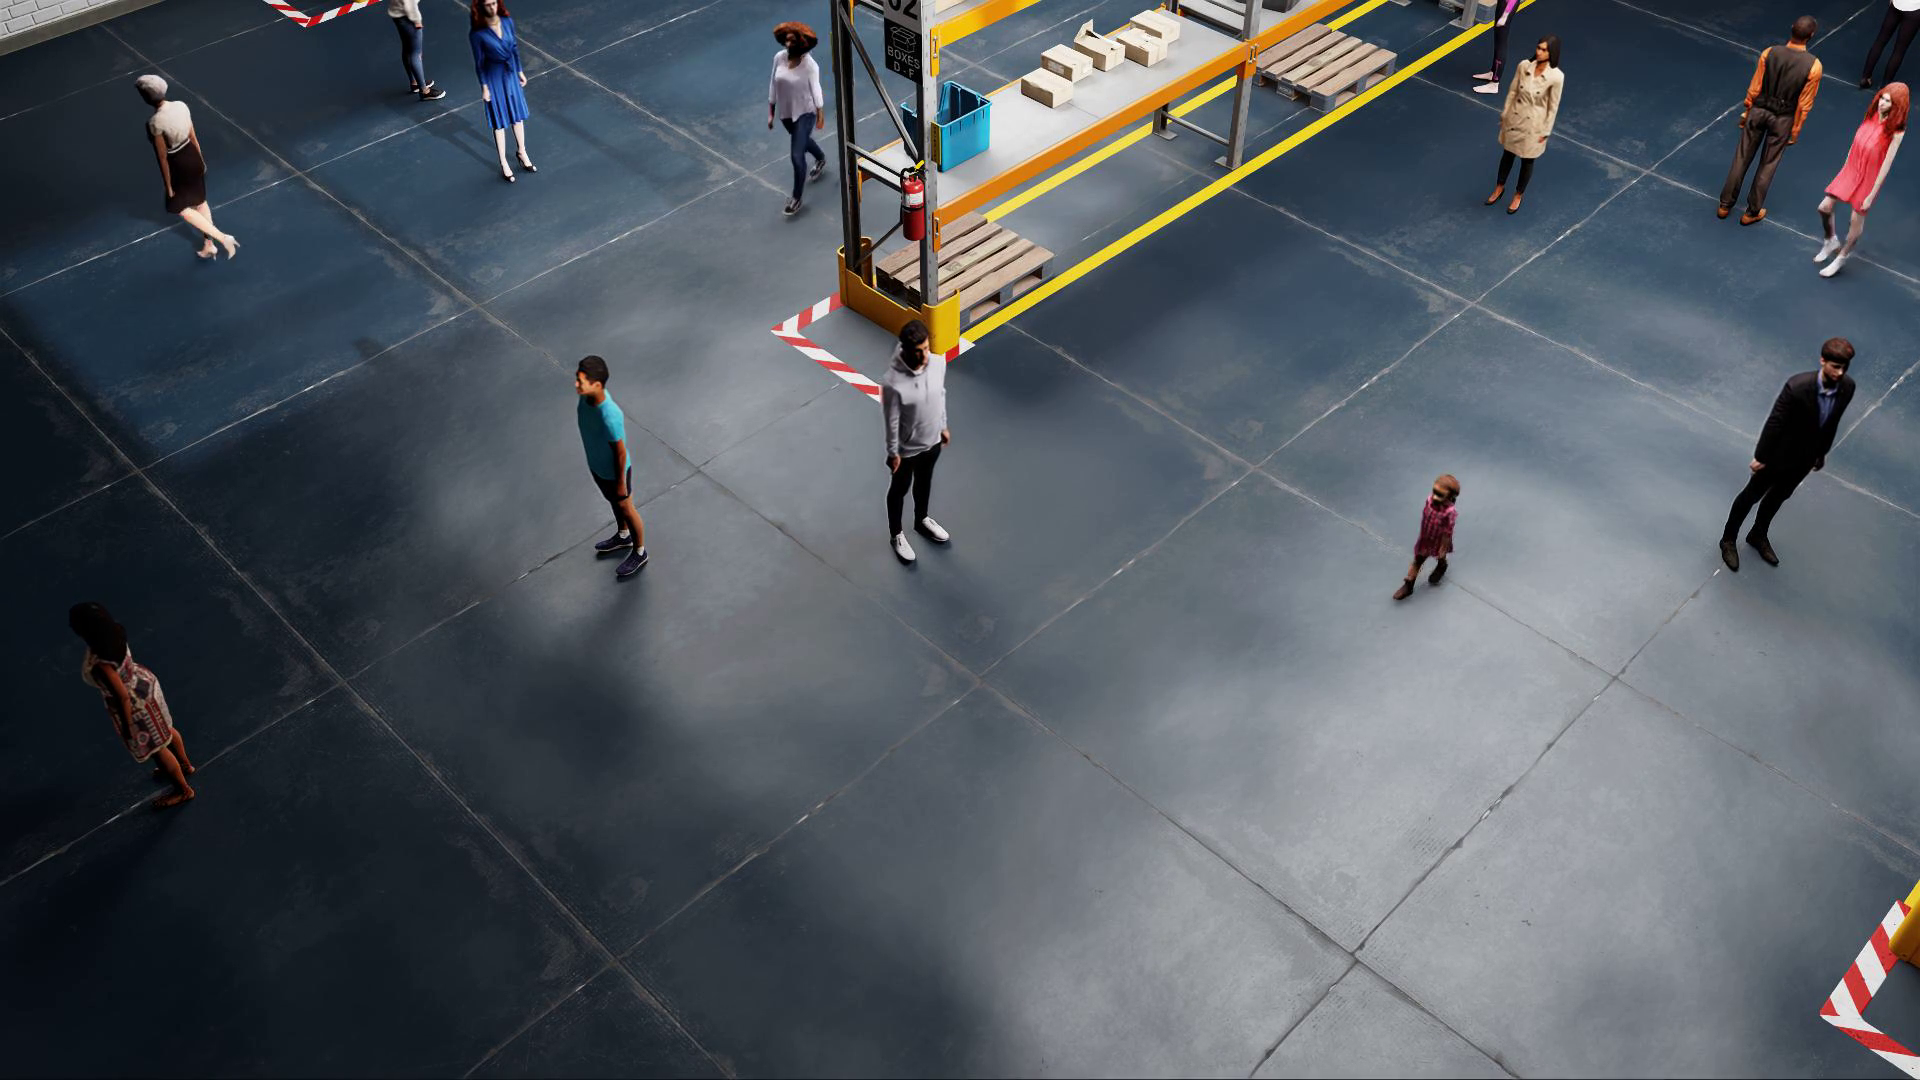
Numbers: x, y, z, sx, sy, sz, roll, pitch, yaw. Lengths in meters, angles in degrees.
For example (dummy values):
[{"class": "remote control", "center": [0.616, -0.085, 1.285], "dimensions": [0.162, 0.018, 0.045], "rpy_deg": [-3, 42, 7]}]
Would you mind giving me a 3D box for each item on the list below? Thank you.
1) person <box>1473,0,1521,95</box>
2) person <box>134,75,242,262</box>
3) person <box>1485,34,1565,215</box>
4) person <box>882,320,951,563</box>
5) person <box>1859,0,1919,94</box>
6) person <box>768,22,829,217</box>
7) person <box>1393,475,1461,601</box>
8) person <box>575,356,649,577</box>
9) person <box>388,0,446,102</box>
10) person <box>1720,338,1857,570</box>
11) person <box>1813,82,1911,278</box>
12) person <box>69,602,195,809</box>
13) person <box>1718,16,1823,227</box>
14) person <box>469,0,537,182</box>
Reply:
[{"class": "person", "center": [5.346, -5.225, 16.233], "dimensions": [0.720, 1.752, 0.643], "rpy_deg": [10, 45, 11]}, {"class": "person", "center": [-6.449, -3.064, 13.973], "dimensions": [0.895, 1.740, 0.875], "rpy_deg": [14, 45, 14]}, {"class": "person", "center": [4.995, -3.669, 14.650], "dimensions": [0.513, 1.682, 0.638], "rpy_deg": [-34, 53, -30]}, {"class": "person", "center": [-0.316, -0.713, 11.368], "dimensions": [0.514, 1.929, 0.749], "rpy_deg": [-31, 52, -29]}, {"class": "person", "center": [9.185, -5.156, 16.129], "dimensions": [0.613, 1.795, 0.661], "rpy_deg": [-21, 47, -20]}, {"class": "person", "center": [-1.401, -3.858, 14.847], "dimensions": [0.795, 1.683, 1.192], "rpy_deg": [24, 49, 23]}, {"class": "person", "center": [3.280, -0.049, 11.336], "dimensions": [0.754, 1.011, 0.479], "rpy_deg": [-29, 51, -27]}, {"class": "person", "center": [-2.365, -0.522, 11.278], "dimensions": [0.600, 1.776, 0.658], "rpy_deg": [-24, 49, -23]}, {"class": "person", "center": [-5.387, -5.107, 16.152], "dimensions": [0.604, 1.692, 0.654], "rpy_deg": [-25, 49, -24]}, {"class": "person", "center": [5.642, -0.612, 11.289], "dimensions": [0.753, 1.891, 0.845], "rpy_deg": [-6, 44, -6]}, {"class": "person", "center": [7.568, -2.999, 13.852], "dimensions": [0.722, 1.812, 0.708], "rpy_deg": [-18, 47, -18]}, {"class": "person", "center": [-4.876, 0.952, 9.826], "dimensions": [0.723, 1.645, 0.727], "rpy_deg": [-9, 44, -9]}, {"class": "person", "center": [7.048, -3.646, 14.462], "dimensions": [0.716, 1.907, 0.635], "rpy_deg": [29, 50, 27]}, {"class": "person", "center": [-4.129, -4.124, 15.022], "dimensions": [0.669, 1.827, 0.498], "rpy_deg": [34, 53, 30]}]
